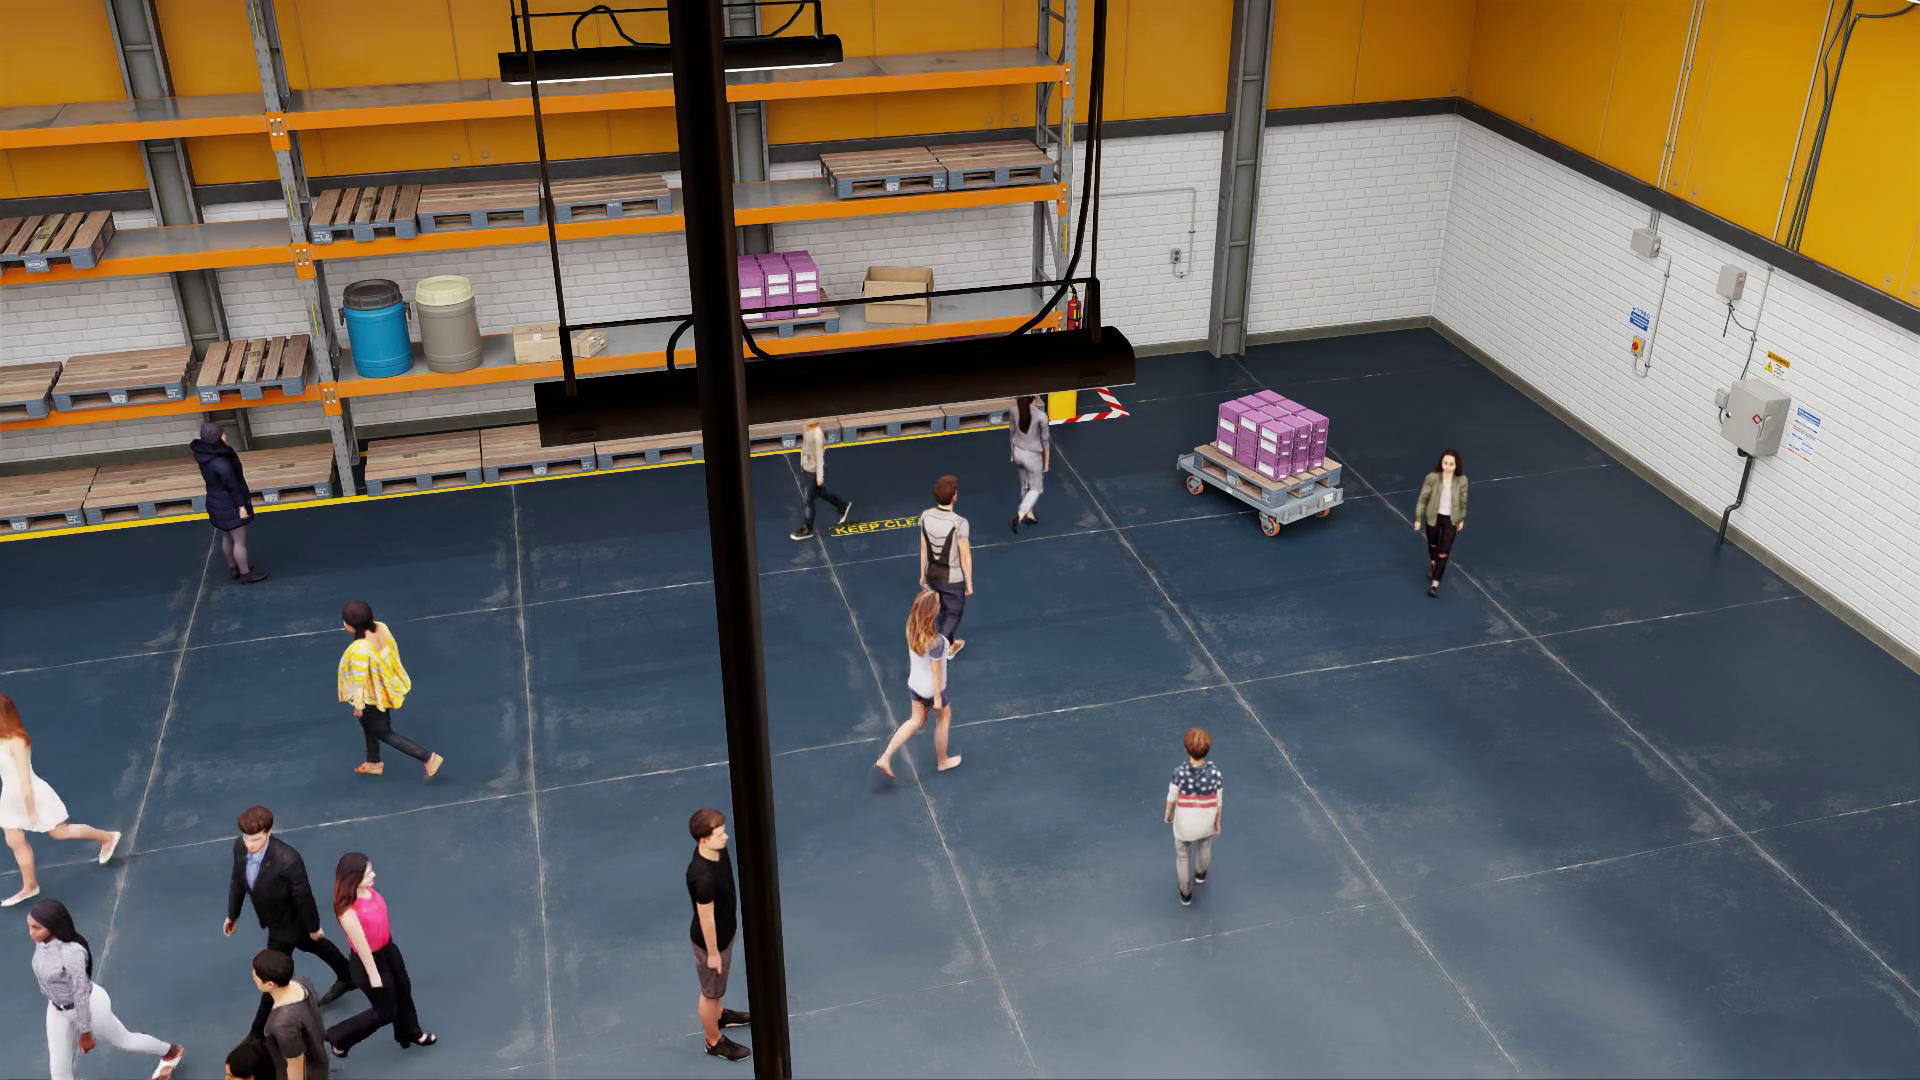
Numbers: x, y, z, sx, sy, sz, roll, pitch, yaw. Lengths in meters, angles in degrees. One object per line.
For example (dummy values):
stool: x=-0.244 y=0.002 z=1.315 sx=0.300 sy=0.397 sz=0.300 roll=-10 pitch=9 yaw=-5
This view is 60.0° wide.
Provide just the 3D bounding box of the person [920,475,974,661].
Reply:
person: x=-0.159 y=0.353 z=14.390 sx=1.124 sy=1.870 sz=1.181 roll=15 pitch=32 yaw=26

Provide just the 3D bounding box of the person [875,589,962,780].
person: x=-0.329 y=1.174 z=13.056 sx=1.072 sy=1.708 sz=0.817 roll=-18 pitch=33 yaw=-29

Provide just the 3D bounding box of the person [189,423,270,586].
person: x=-7.004 y=-0.355 z=15.893 sx=0.797 sy=1.674 sz=0.836 roll=22 pitch=35 yaw=34

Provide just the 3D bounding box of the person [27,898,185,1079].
person: x=-5.229 y=2.817 z=10.073 sx=1.118 sy=1.679 sz=1.221 roll=17 pitch=33 yaw=28

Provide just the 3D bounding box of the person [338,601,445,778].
person: x=-4.505 y=1.221 z=13.050 sx=1.052 sy=1.629 sz=0.827 roll=-2 pitch=29 yaw=-3

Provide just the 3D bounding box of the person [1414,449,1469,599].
person: x=4.601 y=-0.209 z=15.876 sx=1.015 sy=1.434 sz=1.022 roll=11 pitch=31 yaw=20

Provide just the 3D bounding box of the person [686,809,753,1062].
person: x=-1.561 y=2.457 z=10.542 sx=0.688 sy=1.861 sz=0.735 roll=1 pitch=29 yaw=2

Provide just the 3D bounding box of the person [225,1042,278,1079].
person: x=-3.686 y=3.342 z=9.137 sx=0.850 sy=1.654 sz=0.678 roll=-14 pitch=32 yaw=-24

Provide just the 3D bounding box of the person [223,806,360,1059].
person: x=-4.272 y=2.398 z=10.690 sx=1.173 sy=1.823 sz=1.321 roll=23 pitch=36 yaw=35

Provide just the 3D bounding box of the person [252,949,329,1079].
person: x=-3.798 y=3.043 z=9.621 sx=0.581 sy=1.715 sz=0.651 roll=-4 pitch=29 yaw=-7

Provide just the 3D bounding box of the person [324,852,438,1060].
person: x=-3.734 y=2.655 z=10.402 sx=0.910 sy=1.648 sz=0.671 roll=-5 pitch=29 yaw=-9

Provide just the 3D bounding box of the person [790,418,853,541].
person: x=-1.417 y=-0.719 z=16.800 sx=0.964 sy=1.445 sz=0.640 roll=-13 pitch=31 yaw=-22

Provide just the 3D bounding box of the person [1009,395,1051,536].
person: x=0.648 y=-0.781 z=16.686 sx=0.926 sy=1.662 sz=1.003 roll=17 pitch=33 yaw=29

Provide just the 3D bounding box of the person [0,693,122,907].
person: x=-6.587 y=1.801 z=11.931 sx=0.971 sy=1.684 sz=1.157 roll=22 pitch=35 yaw=34

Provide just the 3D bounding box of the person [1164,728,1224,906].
person: x=1.674 y=1.997 z=11.837 sx=0.724 sy=1.430 sz=0.720 roll=2 pitch=29 yaw=3
